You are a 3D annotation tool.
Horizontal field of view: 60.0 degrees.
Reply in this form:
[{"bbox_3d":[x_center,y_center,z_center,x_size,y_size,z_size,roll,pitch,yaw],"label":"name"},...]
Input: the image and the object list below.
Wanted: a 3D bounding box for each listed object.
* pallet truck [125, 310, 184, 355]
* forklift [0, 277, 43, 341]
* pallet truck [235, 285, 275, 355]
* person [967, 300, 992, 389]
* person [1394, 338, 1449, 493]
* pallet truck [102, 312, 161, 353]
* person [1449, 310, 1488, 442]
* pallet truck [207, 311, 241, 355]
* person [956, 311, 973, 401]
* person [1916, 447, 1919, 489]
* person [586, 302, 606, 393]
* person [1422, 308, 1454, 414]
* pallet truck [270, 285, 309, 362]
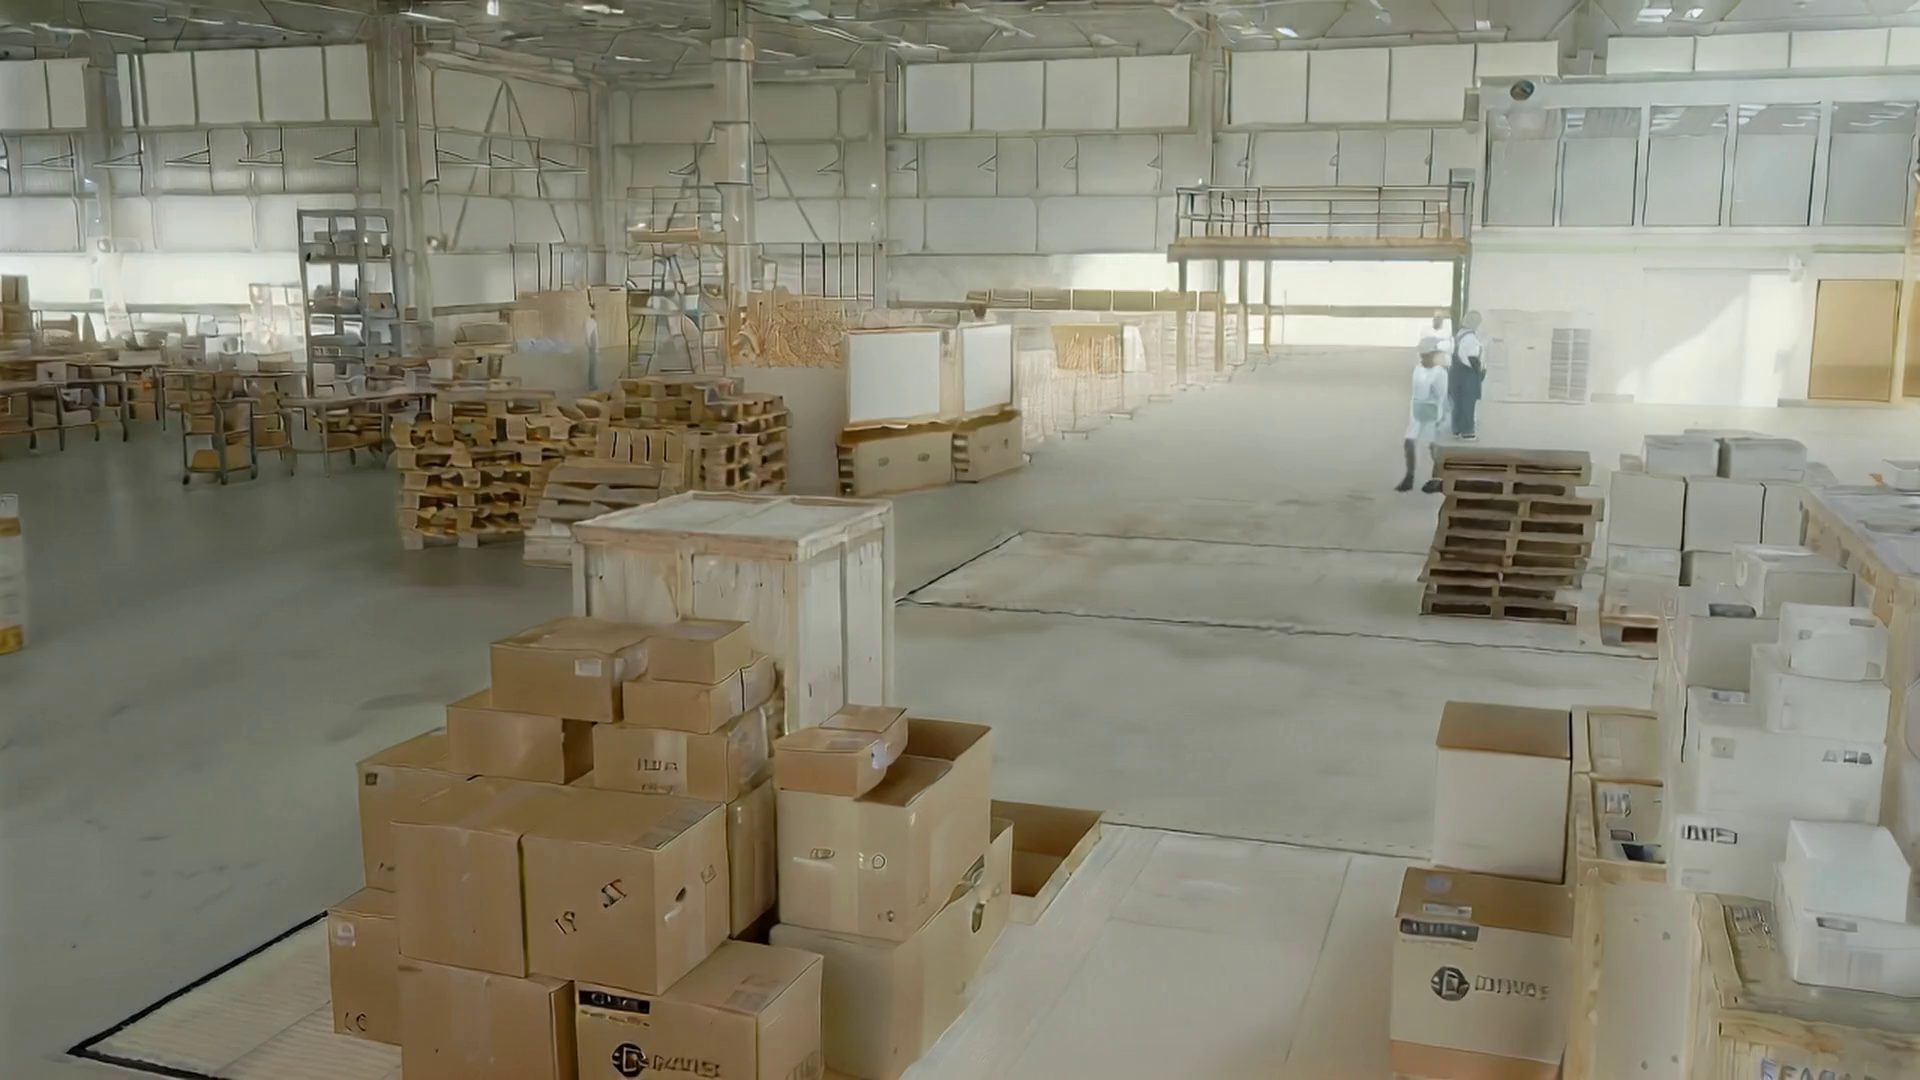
[{"bbox_3d":[-22.038,-5.665,45.457,0.704,1.261,1.522,3,11,17],"label":"pallet truck"},{"bbox_3d":[-27.151,-6.329,46.328,1.157,1.987,2.680,3,11,17],"label":"forklift"},{"bbox_3d":[-18.327,-5.835,44.421,0.823,1.965,1.885,4,11,23],"label":"pallet truck"},{"bbox_3d":[0.411,-4.129,35.168,0.591,1.872,0.576,4,11,20],"label":"person"},{"bbox_3d":[5.620,-1.502,20.258,0.798,1.906,0.583,-7,12,-36],"label":"person"},{"bbox_3d":[-23.057,-5.777,46.261,0.680,1.201,1.601,3,11,19],"label":"pallet truck"},{"bbox_3d":[7.910,-2.545,25.771,0.539,2.000,0.689,-2,10,-12],"label":"person"},{"bbox_3d":[-19.537,-5.575,44.913,0.653,1.274,1.630,3,11,19],"label":"pallet truck"},{"bbox_3d":[0.096,-3.602,32.526,0.348,1.756,0.518,-2,10,-9],"label":"person"},{"bbox_3d":[7.347,-0.148,12.269,0.615,2.043,0.373,2,10,12],"label":"person"},{"bbox_3d":[-7.492,-3.939,34.122,0.329,1.865,0.516,-4,11,-22],"label":"person"},{"bbox_3d":[8.500,-3.162,29.630,0.588,1.912,0.417,1,10,6],"label":"person"},{"bbox_3d":[-17.147,-5.700,43.663,0.823,1.965,1.885,3,11,17],"label":"pallet truck"}]
